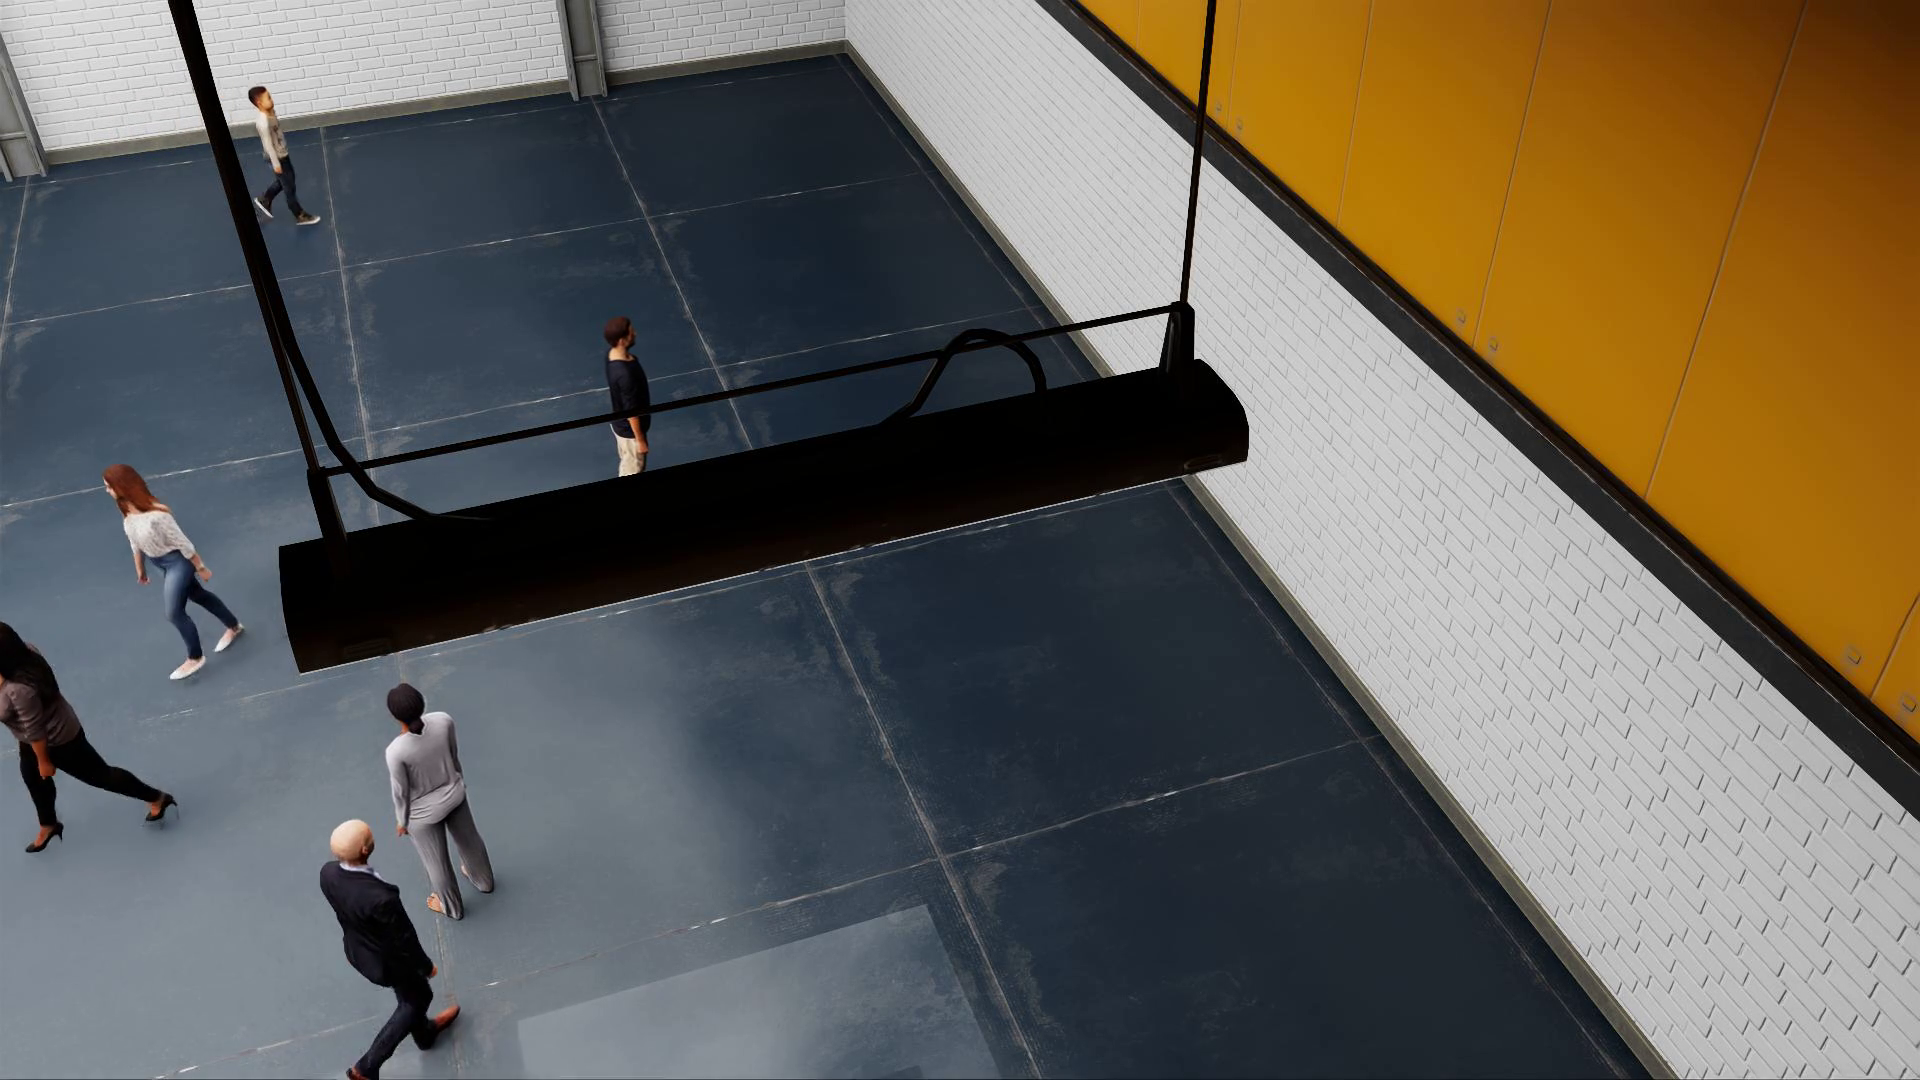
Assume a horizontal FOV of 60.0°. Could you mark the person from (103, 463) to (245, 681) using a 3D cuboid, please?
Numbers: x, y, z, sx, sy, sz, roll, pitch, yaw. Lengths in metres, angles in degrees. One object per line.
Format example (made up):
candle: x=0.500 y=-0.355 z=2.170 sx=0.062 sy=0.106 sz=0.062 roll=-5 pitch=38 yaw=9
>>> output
person: x=-5.280 y=0.128 z=11.336 sx=0.872 sy=1.695 sz=0.982 roll=18 pitch=42 yaw=21

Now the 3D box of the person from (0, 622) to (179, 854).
person: x=-5.315 y=1.160 z=9.967 sx=1.175 sy=1.792 sz=0.817 roll=-20 pitch=43 yaw=-23

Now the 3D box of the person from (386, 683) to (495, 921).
person: x=-3.030 y=1.500 z=9.586 sx=0.776 sy=1.736 sz=0.676 roll=23 pitch=44 yaw=26

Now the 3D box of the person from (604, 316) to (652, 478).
person: x=-2.475 y=-0.844 z=12.428 sx=0.552 sy=1.851 sz=0.641 roll=-14 pitch=41 yaw=-17

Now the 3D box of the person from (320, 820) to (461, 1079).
person: x=-3.057 y=2.202 z=8.670 sx=0.993 sy=1.782 sz=1.109 roll=25 pitch=45 yaw=28

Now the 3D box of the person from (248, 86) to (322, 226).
person: x=-6.802 y=-3.779 z=16.423 sx=0.863 sy=1.453 sz=0.647 roll=-6 pitch=39 yaw=-7
